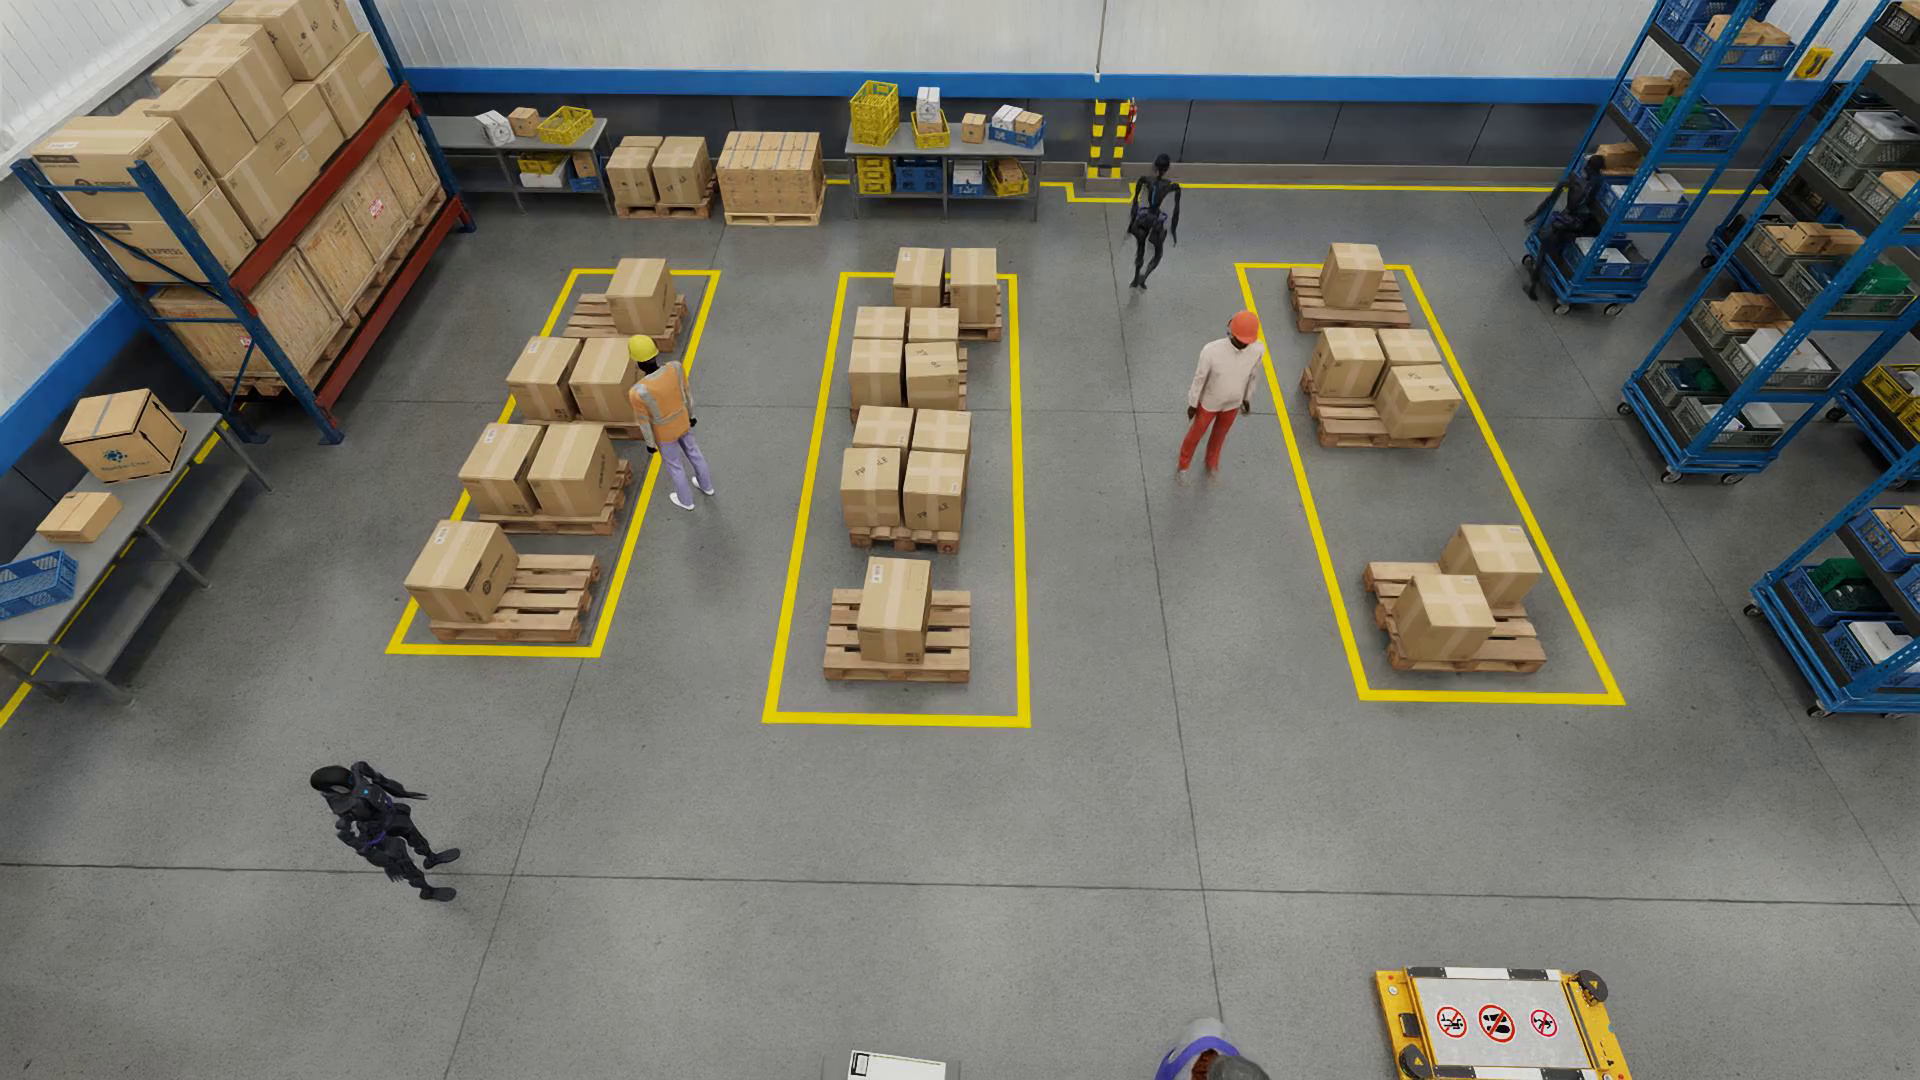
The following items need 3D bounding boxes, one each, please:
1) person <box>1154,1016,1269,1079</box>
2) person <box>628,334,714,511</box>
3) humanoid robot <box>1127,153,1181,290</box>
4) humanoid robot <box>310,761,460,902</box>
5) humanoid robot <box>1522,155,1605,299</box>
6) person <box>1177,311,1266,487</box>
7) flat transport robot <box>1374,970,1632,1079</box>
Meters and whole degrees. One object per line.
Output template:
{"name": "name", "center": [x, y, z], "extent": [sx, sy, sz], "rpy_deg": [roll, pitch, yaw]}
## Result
{"name": "person", "center": [1.279, 3.036, 4.869], "extent": [0.535, 2.000, 0.681], "rpy_deg": [13, 52, 10]}
{"name": "person", "center": [-2.628, -1.042, 8.275], "extent": [0.397, 1.919, 0.579], "rpy_deg": [28, 56, 21]}
{"name": "humanoid robot", "center": [2.209, -3.600, 10.514], "extent": [0.614, 1.649, 0.386], "rpy_deg": [24, 55, 19]}
{"name": "humanoid robot", "center": [-3.736, 1.894, 6.023], "extent": [0.331, 1.657, 0.600], "rpy_deg": [-9, 51, -7]}
{"name": "humanoid robot", "center": [6.907, -3.637, 10.558], "extent": [0.551, 1.631, 0.671], "rpy_deg": [0, 51, 0]}
{"name": "person", "center": [2.396, -1.278, 8.416], "extent": [0.621, 1.989, 0.399], "rpy_deg": [-8, 51, -7]}
{"name": "flat transport robot", "center": [3.501, 3.133, 5.914], "extent": [1.431, 0.197, 0.652], "rpy_deg": [1, 51, 1]}
